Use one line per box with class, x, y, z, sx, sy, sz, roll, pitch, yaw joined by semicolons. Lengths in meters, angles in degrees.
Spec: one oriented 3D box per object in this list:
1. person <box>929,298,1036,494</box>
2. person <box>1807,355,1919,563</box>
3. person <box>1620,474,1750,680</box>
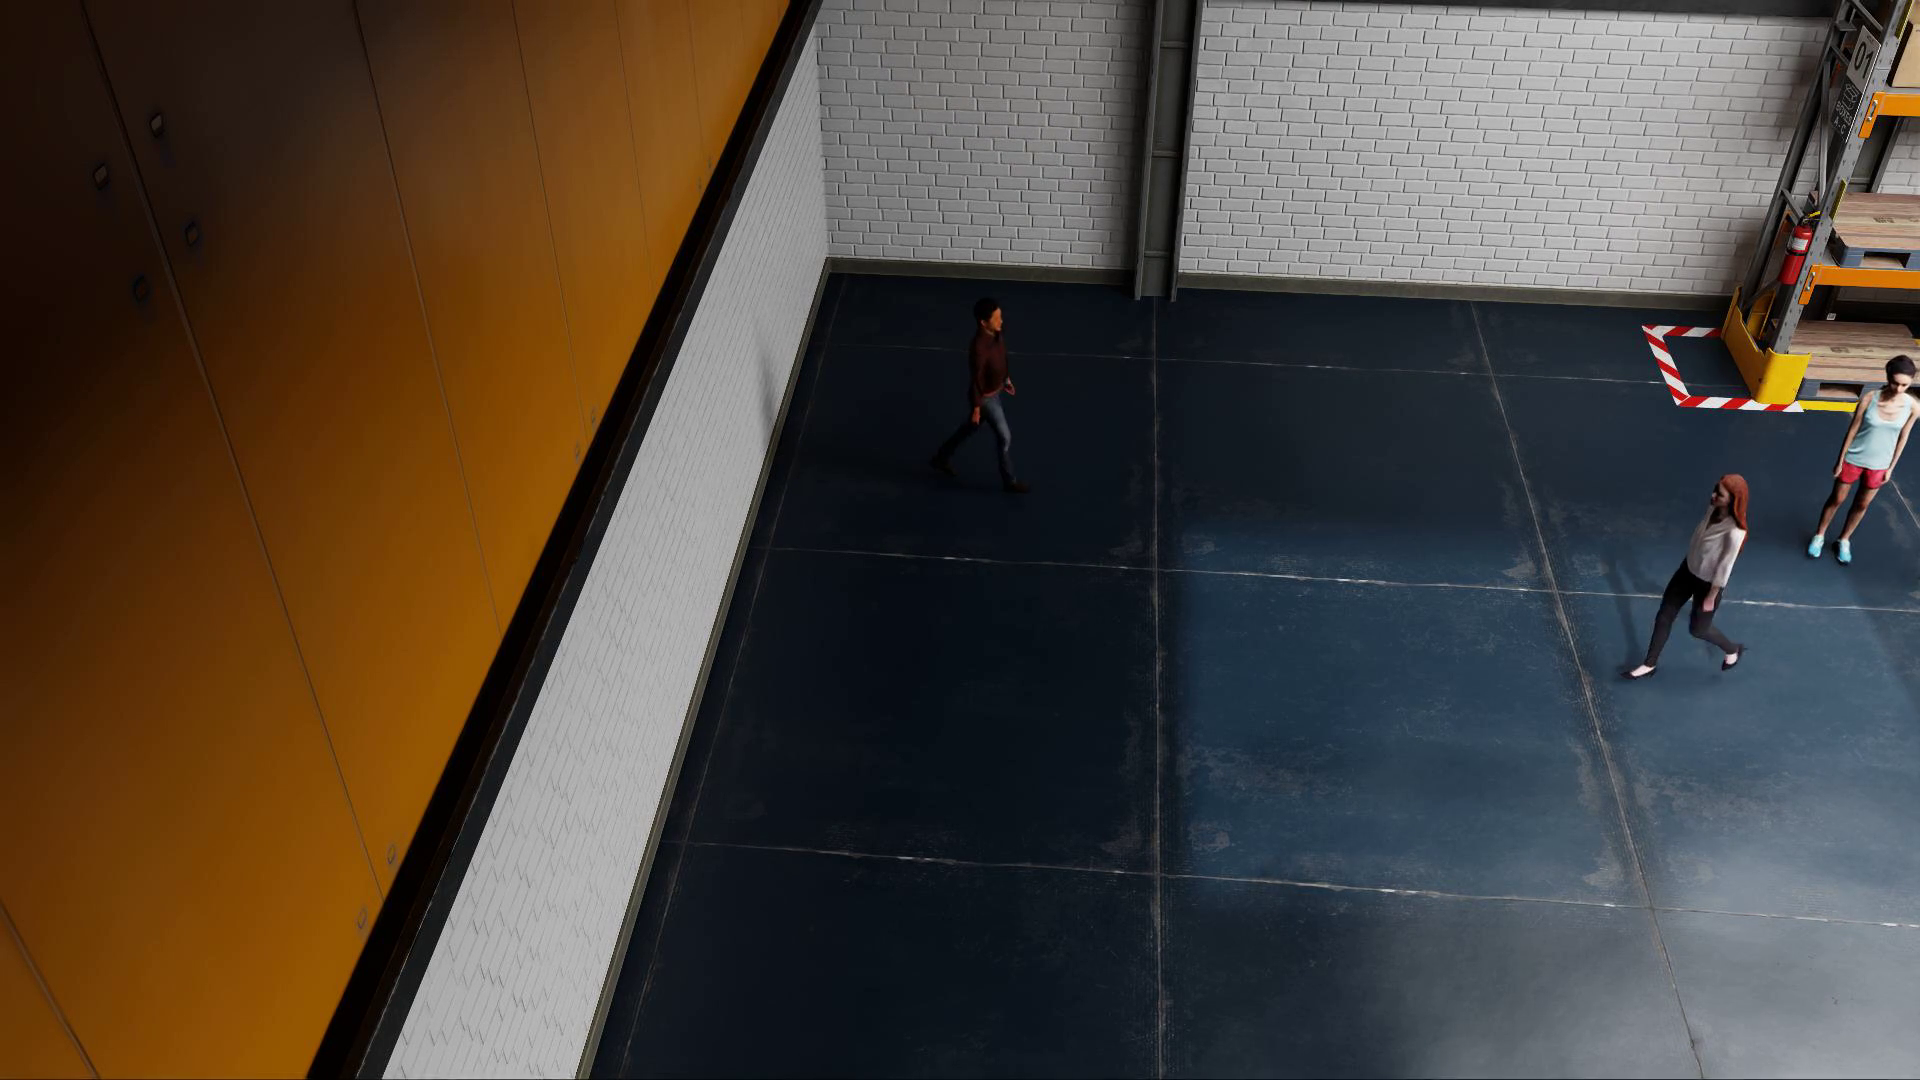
person;0.112;-1.137;13.020;1.156;1.742;0.743;7;39;9
person;6.706;-0.584;12.310;0.544;1.763;0.669;12;40;15
person;5.071;0.311;11.213;1.094;1.734;0.720;-2;39;-3
